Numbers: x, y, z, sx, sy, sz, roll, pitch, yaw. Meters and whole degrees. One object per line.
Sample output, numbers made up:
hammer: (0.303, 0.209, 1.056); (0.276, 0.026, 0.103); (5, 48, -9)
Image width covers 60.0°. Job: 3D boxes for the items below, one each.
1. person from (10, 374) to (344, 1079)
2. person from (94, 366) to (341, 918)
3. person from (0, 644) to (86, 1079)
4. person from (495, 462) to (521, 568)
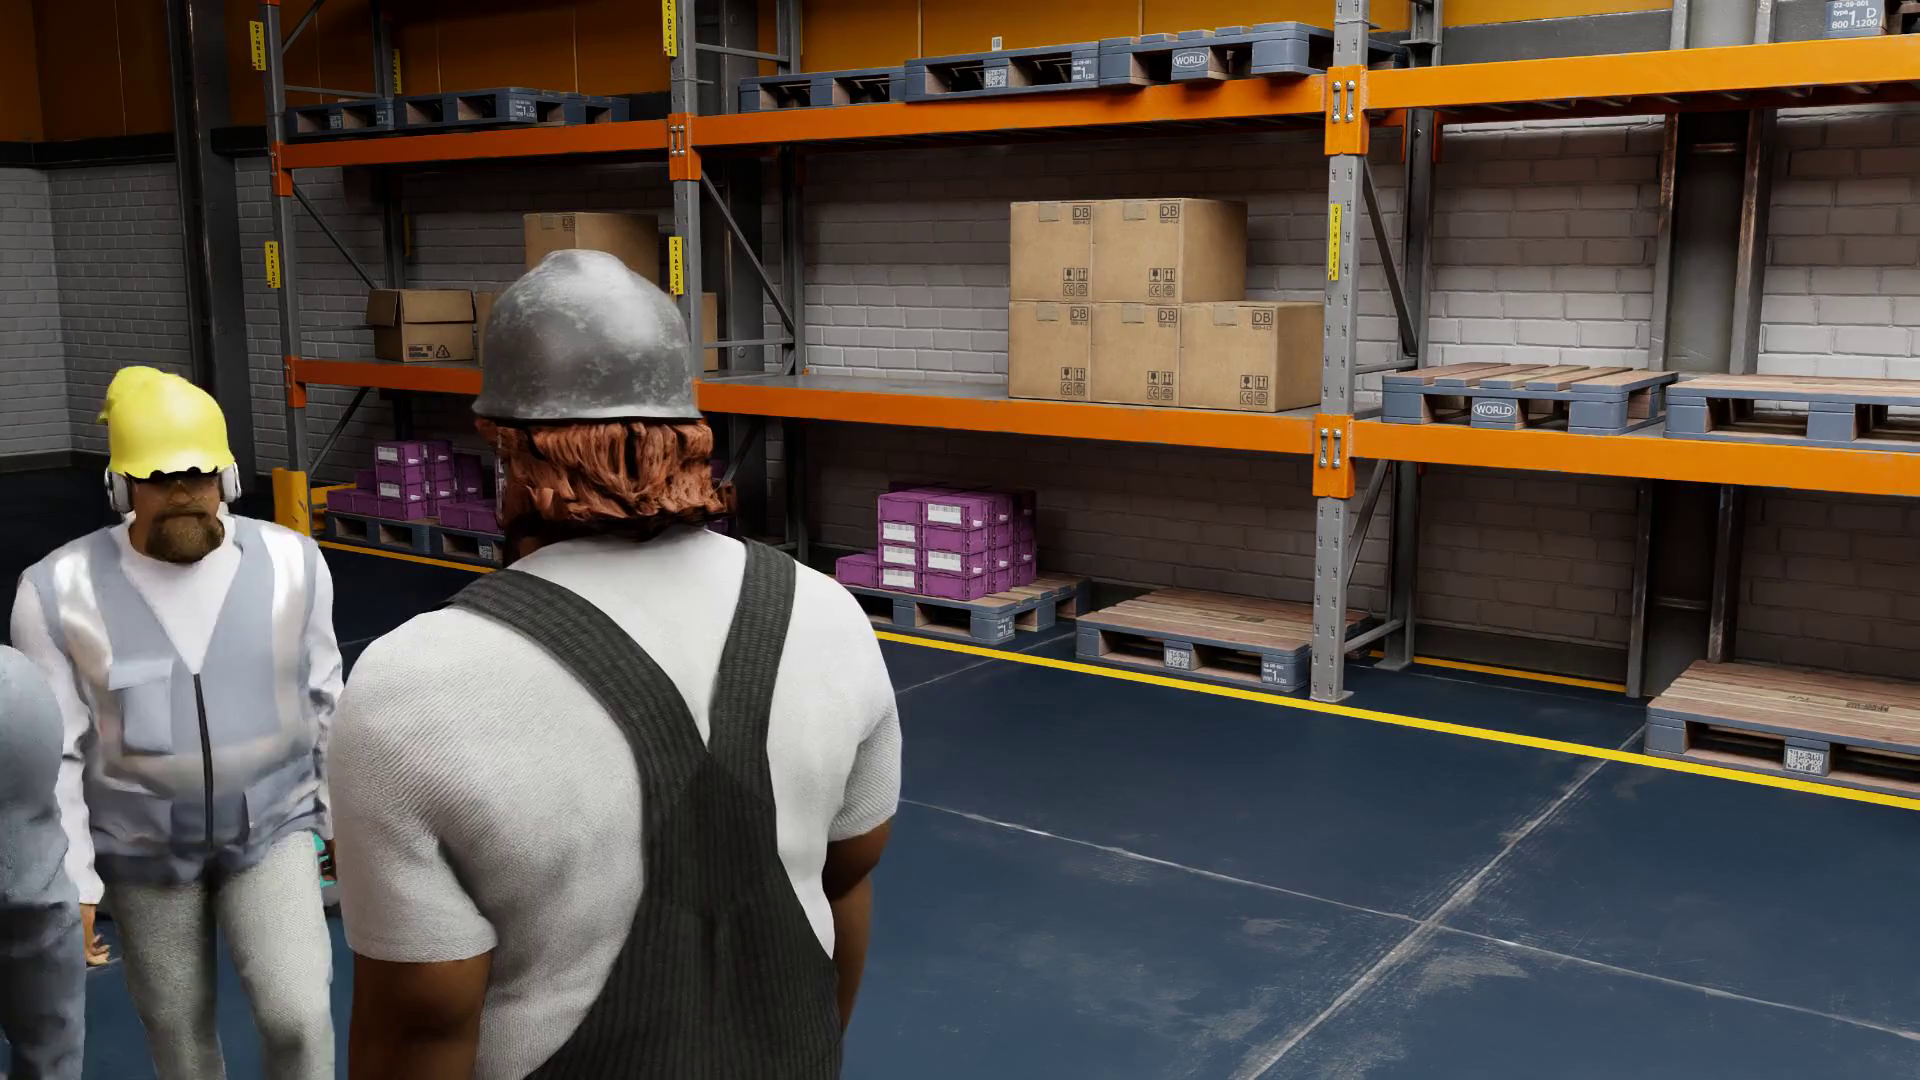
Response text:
person: (-1.455, 0.588, 3.217); (0.596, 1.803, 0.664); (-5, 11, -29)
person: (-2.353, 0.334, 5.026); (0.949, 1.703, 0.537); (1, 10, 5)
person: (-1.326, 0.770, 1.923); (0.646, 1.876, 1.043); (-8, 12, -38)
person: (-2.282, -0.444, 9.064); (1.029, 1.915, 0.615); (8, 13, 41)
